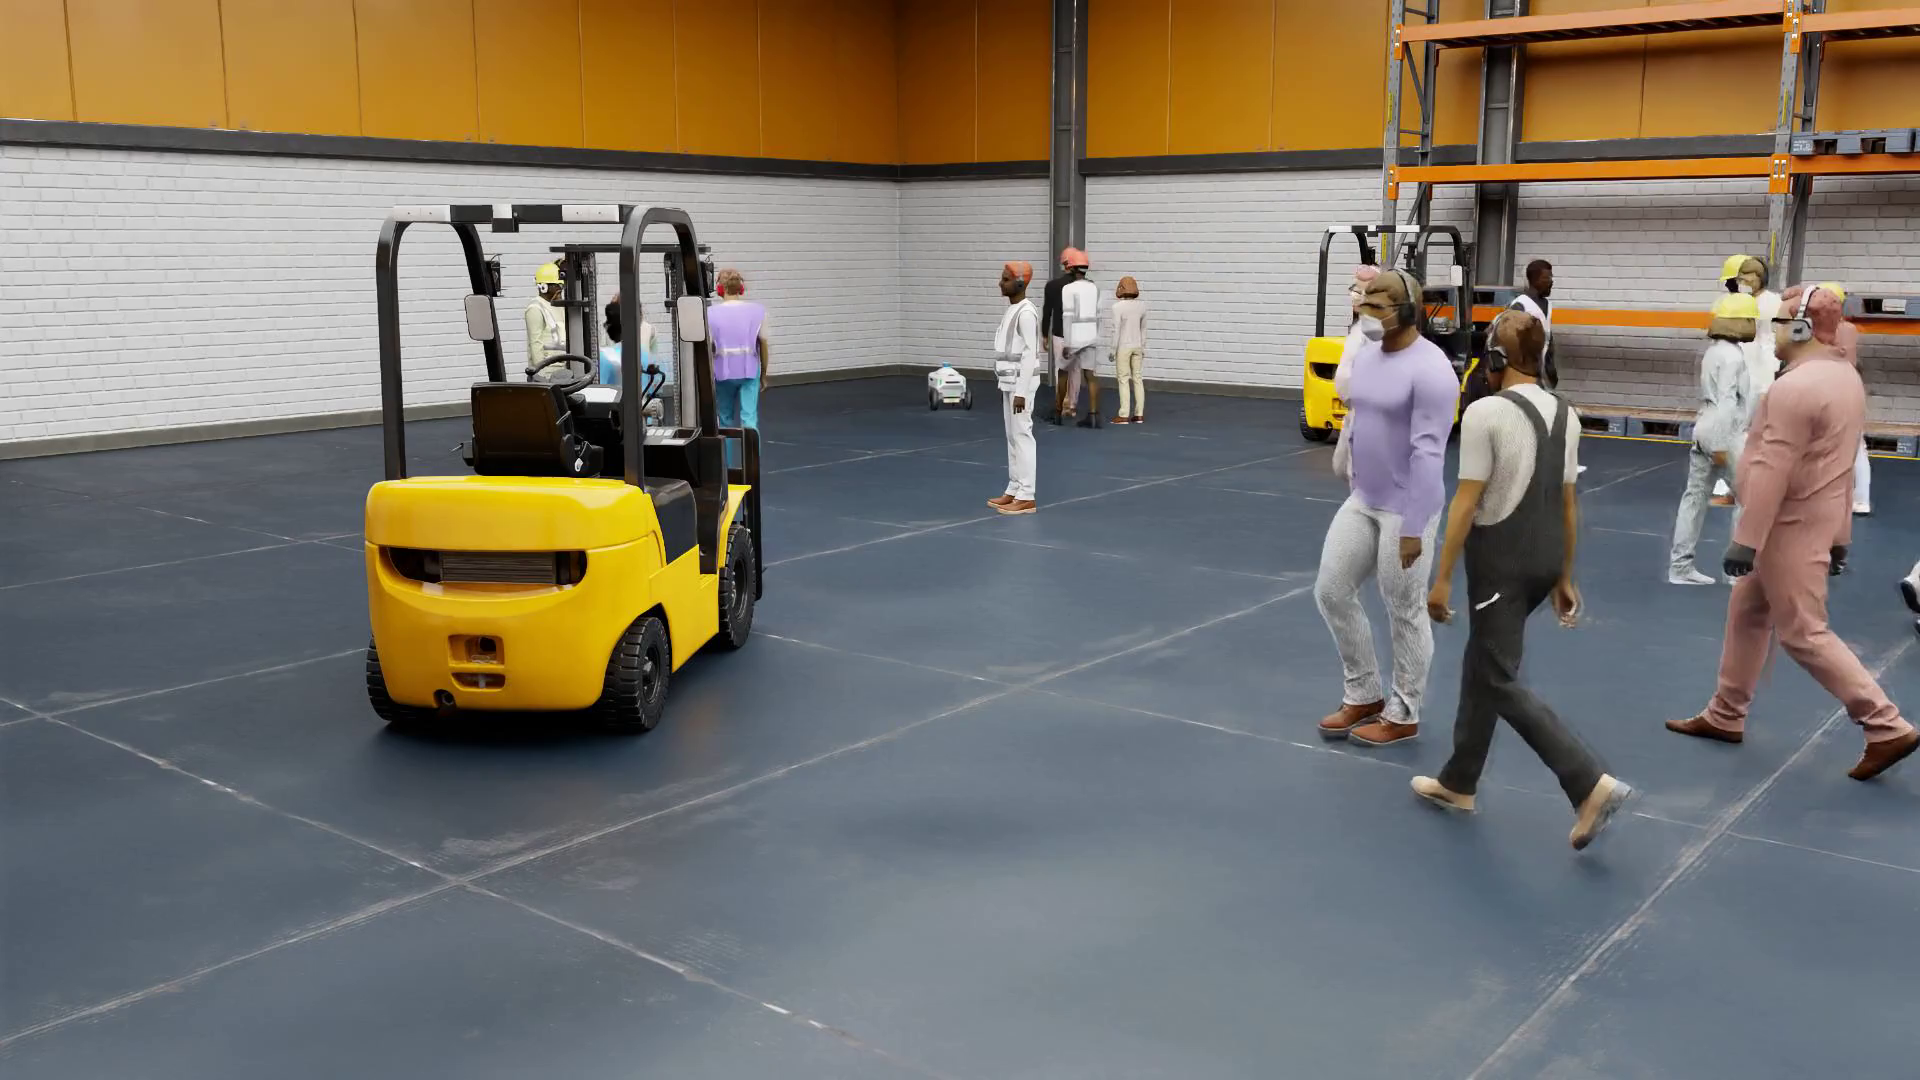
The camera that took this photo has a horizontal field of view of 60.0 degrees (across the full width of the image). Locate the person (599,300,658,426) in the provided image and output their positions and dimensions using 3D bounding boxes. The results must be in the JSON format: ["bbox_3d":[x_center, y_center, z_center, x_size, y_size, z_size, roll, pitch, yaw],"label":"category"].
[{"bbox_3d":[-2.166,-0.749,10.938,0.901,1.648,0.524,5,12,27],"label":"person"}]

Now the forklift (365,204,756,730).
[{"bbox_3d":[-1.766,-0.406,7.525,1.214,2.155,2.313,1,10,7],"label":"forklift"}]

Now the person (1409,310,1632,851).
[{"bbox_3d":[1.927,0.135,5.616,0.578,1.801,0.860,-7,12,-33],"label":"person"}]

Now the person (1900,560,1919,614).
[{"bbox_3d":[5.249,-0.324,8.647,0.451,1.618,0.546,-3,11,-16],"label":"person"}]

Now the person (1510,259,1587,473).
[{"bbox_3d":[5.030,-1.510,14.554,0.993,1.863,0.609,9,13,39],"label":"person"}]

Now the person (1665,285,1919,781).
[{"bbox_3d":[3.273,-0.042,6.410,0.927,1.871,0.640,8,13,38],"label":"person"}]

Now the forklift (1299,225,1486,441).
[{"bbox_3d":[4.449,-2.115,16.993,1.214,2.155,2.313,8,13,38],"label":"forklift"}]

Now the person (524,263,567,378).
[{"bbox_3d":[-3.679,-1.564,14.969,0.403,1.828,0.588,1,10,7],"label":"person"}]

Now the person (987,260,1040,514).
[{"bbox_3d":[0.416,-1.137,12.434,0.355,1.885,0.575,-2,10,-11],"label":"person"}]

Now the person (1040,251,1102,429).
[{"bbox_3d":[1.238,-2.186,18.178,0.579,1.898,0.899,-7,13,-35],"label":"person"}]

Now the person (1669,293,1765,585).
[{"bbox_3d":[4.533,-0.570,9.709,0.708,1.717,0.499,1,10,8],"label":"person"}]

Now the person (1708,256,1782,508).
[{"bbox_3d":[5.902,-1.159,12.479,0.449,1.914,0.684,1,10,4],"label":"person"}]

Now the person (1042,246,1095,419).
[{"bbox_3d":[1.254,-2.364,19.019,0.623,1.968,0.894,0,10,-1],"label":"person"}]

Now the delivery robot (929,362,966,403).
[{"bbox_3d":[-0.159,-1.905,20.112,0.477,0.478,0.707,-2,11,-12],"label":"delivery robot"}]

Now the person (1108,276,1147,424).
[{"bbox_3d":[1.866,-2.106,18.493,0.507,1.631,0.266,-7,12,-35],"label":"person"}]

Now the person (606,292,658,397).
[{"bbox_3d":[-2.621,-1.174,13.319,0.310,1.640,0.514,8,13,37],"label":"person"}]

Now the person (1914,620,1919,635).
[{"bbox_3d":[4.924,-0.197,7.631,0.791,1.737,0.524,5,11,25],"label":"person"}]

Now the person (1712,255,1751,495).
[{"bbox_3d":[6.210,-1.311,13.304,0.375,1.919,0.584,3,11,19],"label":"person"}]

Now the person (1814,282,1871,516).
[{"bbox_3d":[6.456,-1.055,12.415,0.545,1.705,0.867,-6,12,-31],"label":"person"}]

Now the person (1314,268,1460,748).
[{"bbox_3d":[1.649,-0.102,6.587,0.543,1.923,0.661,-4,11,-19],"label":"person"}]

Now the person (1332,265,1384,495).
[{"bbox_3d":[2.611,-0.800,10.572,0.493,1.879,0.656,2,10,9],"label":"person"}]

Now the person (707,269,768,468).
[{"bbox_3d":[-1.863,-1.338,13.798,0.568,1.806,0.944,-2,10,-11],"label":"person"}]

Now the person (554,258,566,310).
[{"bbox_3d":[-3.898,-1.866,16.575,0.520,1.848,0.570,5,11,25],"label":"person"}]
